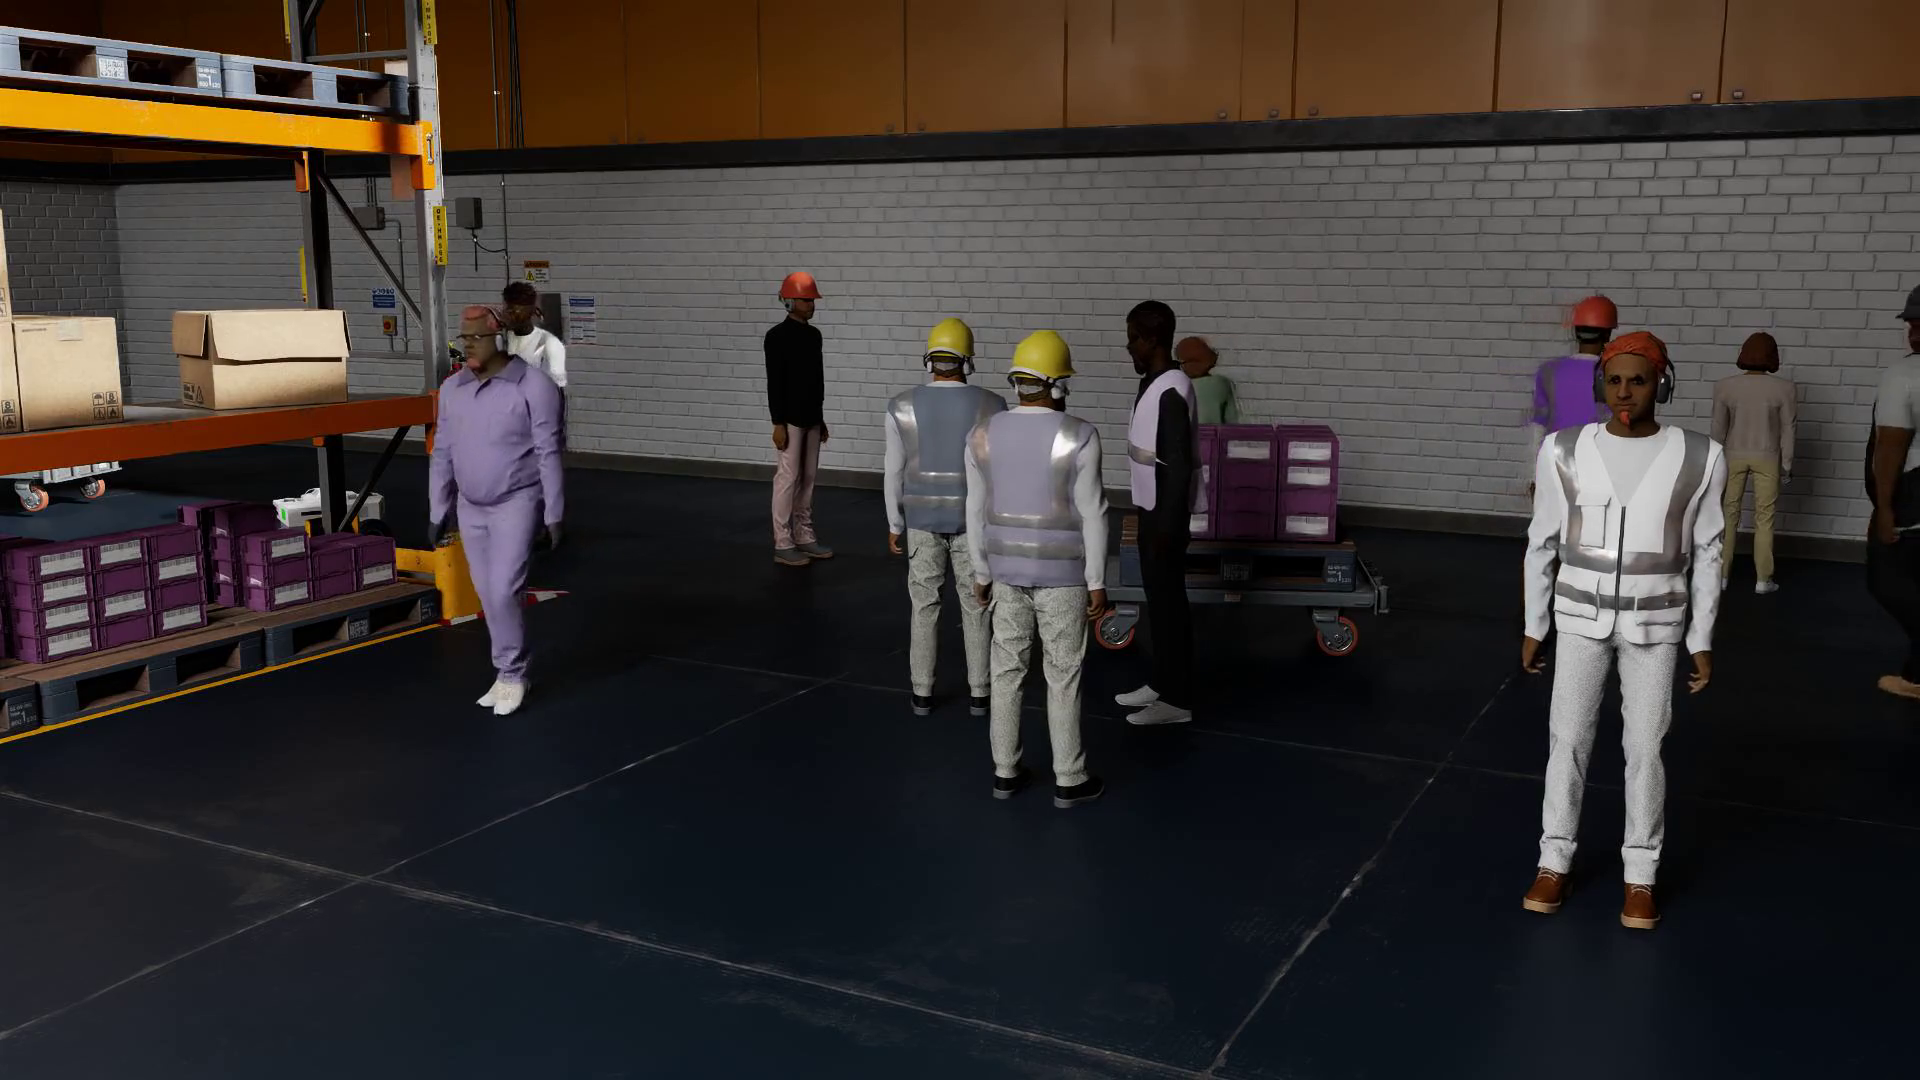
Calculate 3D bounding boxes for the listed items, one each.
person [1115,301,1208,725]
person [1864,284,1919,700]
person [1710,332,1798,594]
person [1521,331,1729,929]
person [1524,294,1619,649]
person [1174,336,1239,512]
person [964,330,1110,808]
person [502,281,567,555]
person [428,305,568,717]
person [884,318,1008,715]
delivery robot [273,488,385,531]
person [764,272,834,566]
[{"bbox_3d":[0.925,-0.121,7.543,0.376,1.912,0.594,0,10,-2],"label":"person"},{"bbox_3d":[4.537,-0.215,7.718,0.701,2.000,0.706,-3,10,-15],"label":"person"},{"bbox_3d":[4.962,-0.481,10.433,0.499,1.634,0.280,7,12,34],"label":"person"},{"bbox_3d":[2.082,0.286,5.271,0.585,1.882,0.343,5,11,26],"label":"person"},{"bbox_3d":[3.321,-0.363,8.970,0.549,1.913,0.893,7,12,36],"label":"person"},{"bbox_3d":[1.582,-0.479,10.545,0.657,1.595,0.286,-6,11,-31],"label":"person"},{"bbox_3d":[0.314,0.113,6.417,0.586,1.835,0.404,5,11,29],"label":"person"},{"bbox_3d":[-2.993,-0.851,11.723,0.647,1.934,0.626,5,11,28],"label":"person"},{"bbox_3d":[-2.176,-0.126,7.645,0.669,1.885,0.591,4,11,23],"label":"person"},{"bbox_3d":[-0.044,-0.100,7.654,0.599,1.830,0.404,1,10,4],"label":"person"},{"bbox_3d":[-4.404,-0.192,11.611,0.707,0.478,0.477,-6,11,-30],"label":"delivery robot"},{"bbox_3d":[-1.102,-0.834,11.434,0.382,1.993,0.622,5,11,26],"label":"person"}]
